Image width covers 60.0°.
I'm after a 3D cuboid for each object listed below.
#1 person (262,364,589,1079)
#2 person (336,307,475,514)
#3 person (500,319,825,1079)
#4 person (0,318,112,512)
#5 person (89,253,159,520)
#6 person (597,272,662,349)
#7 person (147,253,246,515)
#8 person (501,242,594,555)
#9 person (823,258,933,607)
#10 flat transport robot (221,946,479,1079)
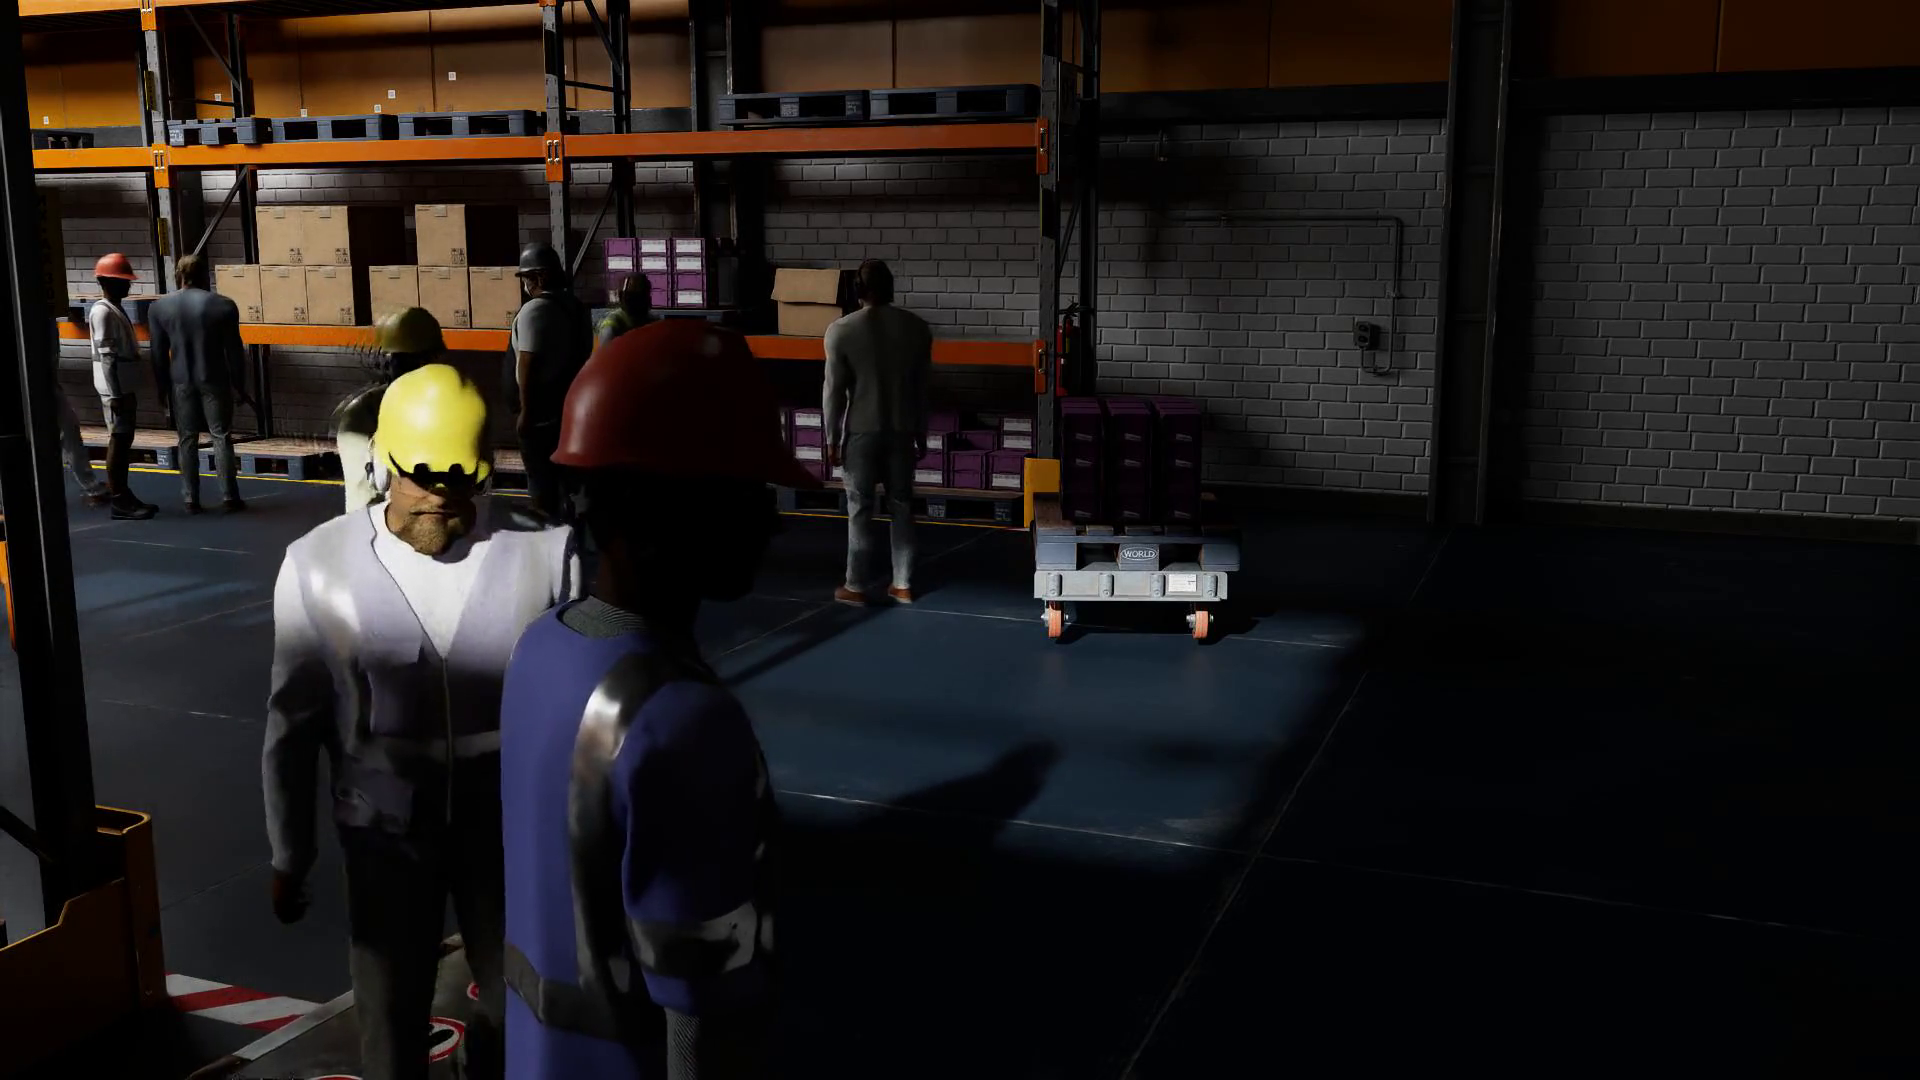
[{"bbox_3d":[-1.011,0.548,3.276,0.682,1.796,0.492,-3,11,-19],"label":"person"},{"bbox_3d":[-2.072,0.008,6.357,0.951,1.784,0.605,8,13,36],"label":"person"},{"bbox_3d":[-0.350,0.708,2.011,0.376,1.934,0.547,-6,12,-32],"label":"person"},{"bbox_3d":[-6.942,-1.143,12.494,1.087,1.877,0.632,-6,12,-32],"label":"person"},{"bbox_3d":[-6.122,-1.114,12.159,0.352,1.934,0.552,-3,11,-17],"label":"person"},{"bbox_3d":[-2.286,-0.953,11.600,0.772,1.817,0.630,4,11,20],"label":"person"},{"bbox_3d":[-5.654,-1.156,12.382,0.635,1.937,0.352,-3,11,-16],"label":"person"},{"bbox_3d":[-2.631,-0.880,10.564,0.535,2.000,0.690,3,11,17],"label":"person"},{"bbox_3d":[-0.460,-0.586,9.247,0.631,1.932,0.366,-4,11,-21],"label":"person"},{"bbox_3d":[-1.197,1.210,3.850,0.652,0.197,1.431,5,11,25],"label":"flat transport robot"}]
